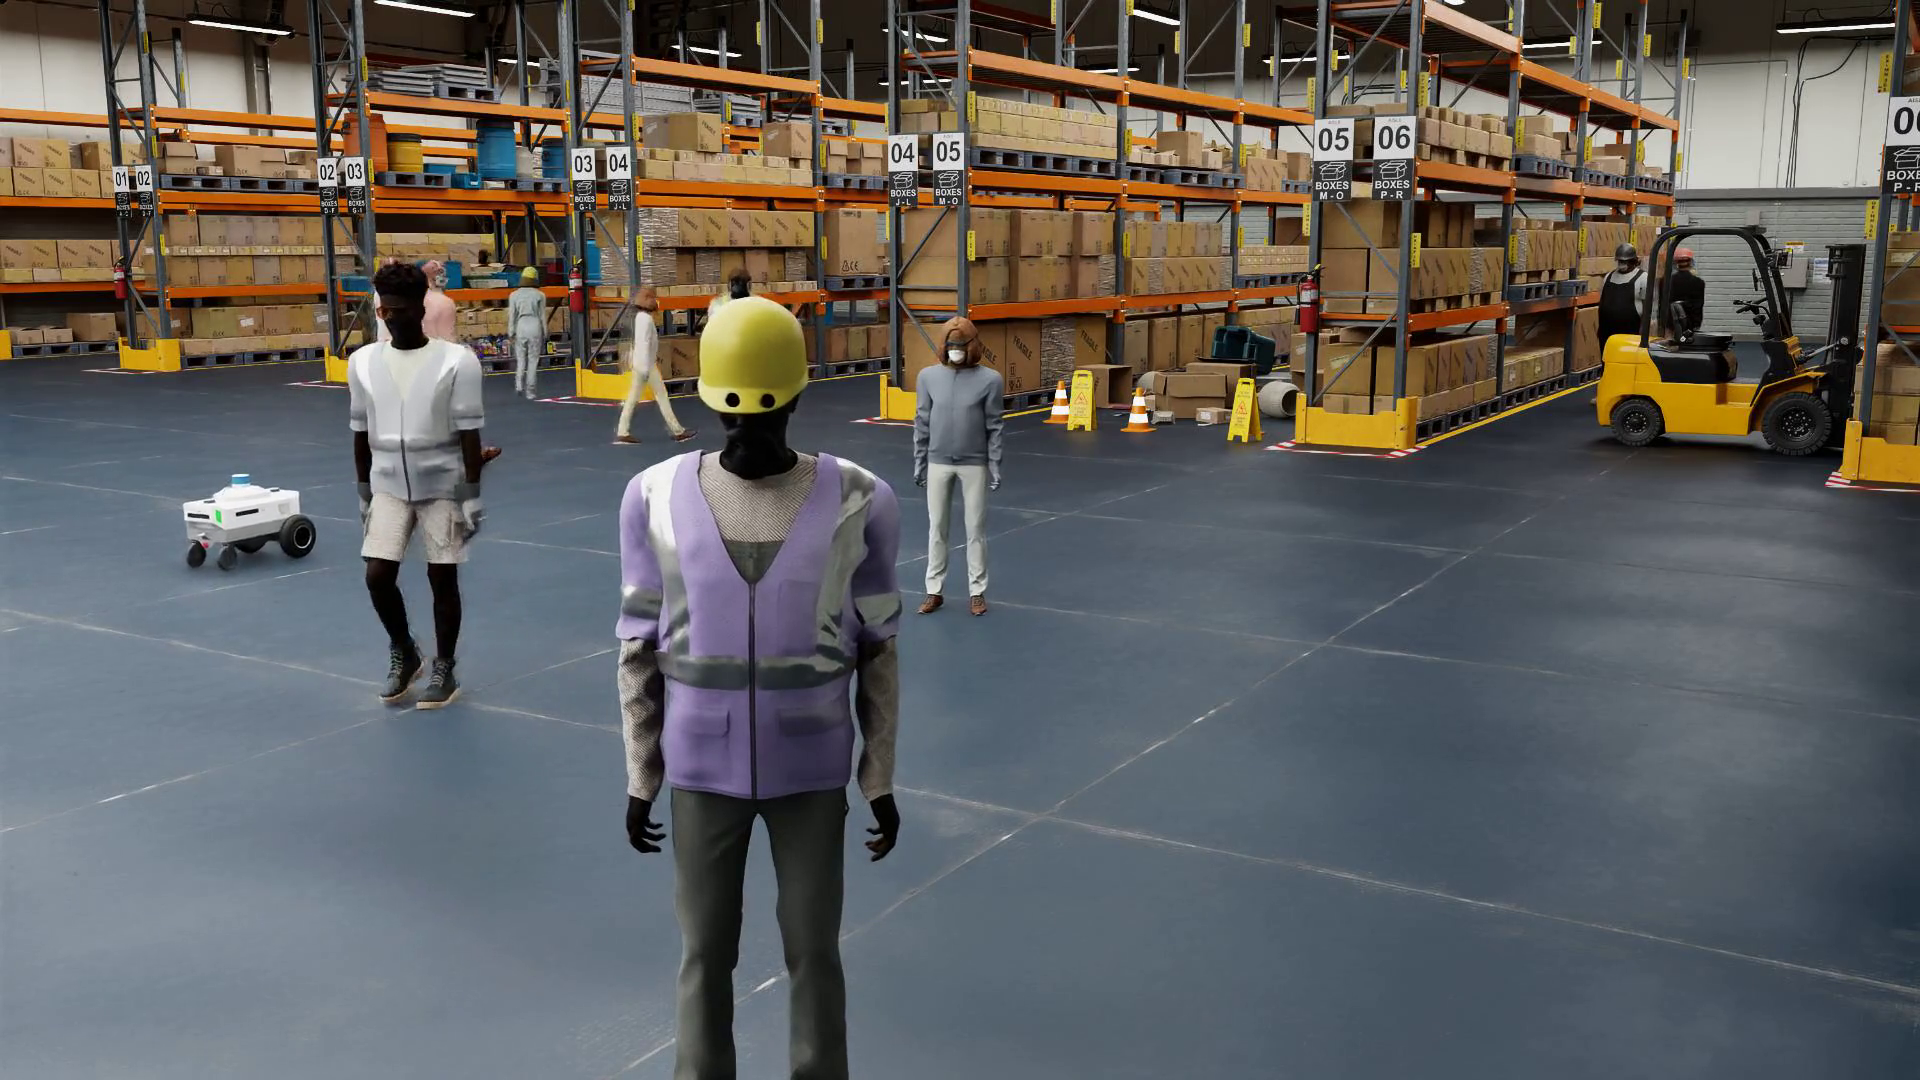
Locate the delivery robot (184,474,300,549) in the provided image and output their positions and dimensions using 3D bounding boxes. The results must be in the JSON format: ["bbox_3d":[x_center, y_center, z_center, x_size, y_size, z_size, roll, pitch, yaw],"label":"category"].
[{"bbox_3d":[-4.555,-0.174,10.566,0.477,0.478,0.707,4,11,23],"label":"delivery robot"}]

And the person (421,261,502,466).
[{"bbox_3d":[-4.584,-1.536,14.783,0.678,1.856,0.965,6,12,31],"label":"person"}]

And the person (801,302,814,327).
[{"bbox_3d":[-2.693,-4.063,28.744,0.375,1.936,0.628,-8,13,-37],"label":"person"}]

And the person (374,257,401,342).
[{"bbox_3d":[-6.336,-2.249,18.789,0.865,1.866,0.644,-3,11,-17],"label":"person"}]

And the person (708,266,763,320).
[{"bbox_3d":[-2.045,-1.648,15.546,0.632,1.823,0.779,1,10,7],"label":"person"}]

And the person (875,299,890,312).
[{"bbox_3d":[-1.328,-4.391,31.044,0.525,1.772,0.309,-1,10,-4],"label":"person"}]

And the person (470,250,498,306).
[{"bbox_3d":[-10.209,-5.245,35.552,0.598,1.870,0.995,7,13,36],"label":"person"}]

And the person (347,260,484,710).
[{"bbox_3d":[-2.344,-0.218,7.183,0.607,1.950,0.437,0,10,1],"label":"person"}]

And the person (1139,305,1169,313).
[{"bbox_3d":[3.399,-4.084,28.949,0.666,1.903,0.417,7,12,34],"label":"person"}]

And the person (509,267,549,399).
[{"bbox_3d":[-5.640,-2.710,21.794,0.495,1.714,0.541,0,10,-1],"label":"person"}]

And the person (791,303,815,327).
[{"bbox_3d":[-2.642,-3.768,27.901,0.894,1.642,0.540,-8,13,-37],"label":"person"}]

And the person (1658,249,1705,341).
[{"bbox_3d":[9.215,-2.722,21.219,0.605,1.944,0.922,9,13,40],"label":"person"}]

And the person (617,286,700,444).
[{"bbox_3d":[-3.094,-1.756,16.768,0.842,1.579,0.519,-3,11,-19],"label":"person"}]

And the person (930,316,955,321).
[{"bbox_3d":[-0.159,-3.130,23.790,0.563,1.837,0.391,1,10,5],"label":"person"}]

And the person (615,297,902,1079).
[{"bbox_3d":[-0.410,0.464,3.435,0.586,1.917,0.380,0,10,-3],"label":"person"}]

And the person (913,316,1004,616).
[{"bbox_3d":[-0.013,-0.396,9.065,0.509,1.633,0.275,2,10,10],"label":"person"}]

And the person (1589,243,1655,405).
[{"bbox_3d":[8.212,-2.678,20.687,0.536,2.000,0.676,-8,13,-40],"label":"person"}]
